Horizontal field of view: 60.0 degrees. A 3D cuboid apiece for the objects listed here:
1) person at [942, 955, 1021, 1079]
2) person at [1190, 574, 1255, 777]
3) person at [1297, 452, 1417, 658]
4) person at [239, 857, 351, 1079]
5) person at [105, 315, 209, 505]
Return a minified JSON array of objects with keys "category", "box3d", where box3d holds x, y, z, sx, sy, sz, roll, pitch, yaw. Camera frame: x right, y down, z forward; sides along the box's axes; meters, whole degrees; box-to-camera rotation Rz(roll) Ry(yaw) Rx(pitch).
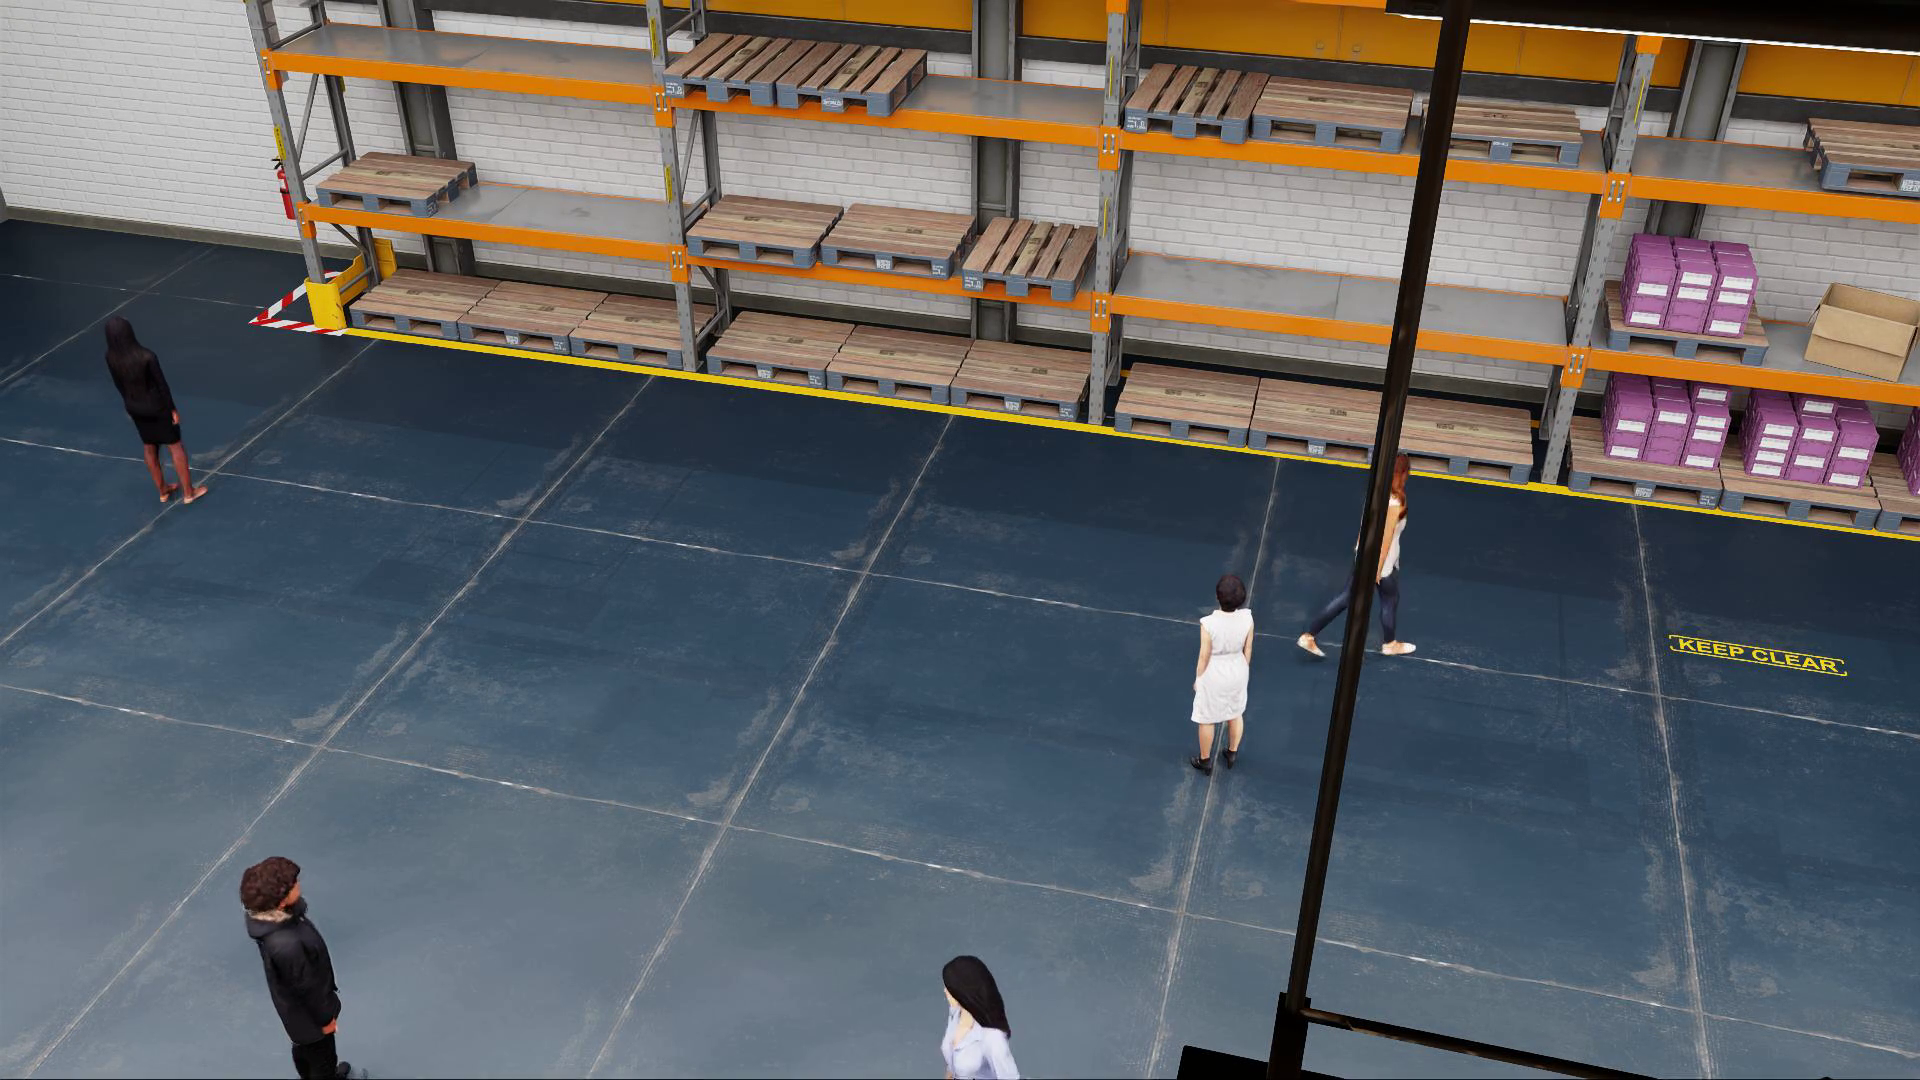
[{"category":"person","box3d":[0.212,2.711,8.062,1.060,1.697,0.964,-18,38,-25]},{"category":"person","box3d":[1.723,0.889,10.931,0.607,1.555,0.702,-9,35,-14]},{"category":"person","box3d":[2.868,0.154,11.862,1.217,1.747,0.922,-5,34,-8]},{"category":"person","box3d":[-3.366,2.353,8.530,0.801,1.773,0.717,-19,38,-26]},{"category":"person","box3d":[-6.702,-1.061,13.716,0.502,1.720,0.703,6,34,9]}]
